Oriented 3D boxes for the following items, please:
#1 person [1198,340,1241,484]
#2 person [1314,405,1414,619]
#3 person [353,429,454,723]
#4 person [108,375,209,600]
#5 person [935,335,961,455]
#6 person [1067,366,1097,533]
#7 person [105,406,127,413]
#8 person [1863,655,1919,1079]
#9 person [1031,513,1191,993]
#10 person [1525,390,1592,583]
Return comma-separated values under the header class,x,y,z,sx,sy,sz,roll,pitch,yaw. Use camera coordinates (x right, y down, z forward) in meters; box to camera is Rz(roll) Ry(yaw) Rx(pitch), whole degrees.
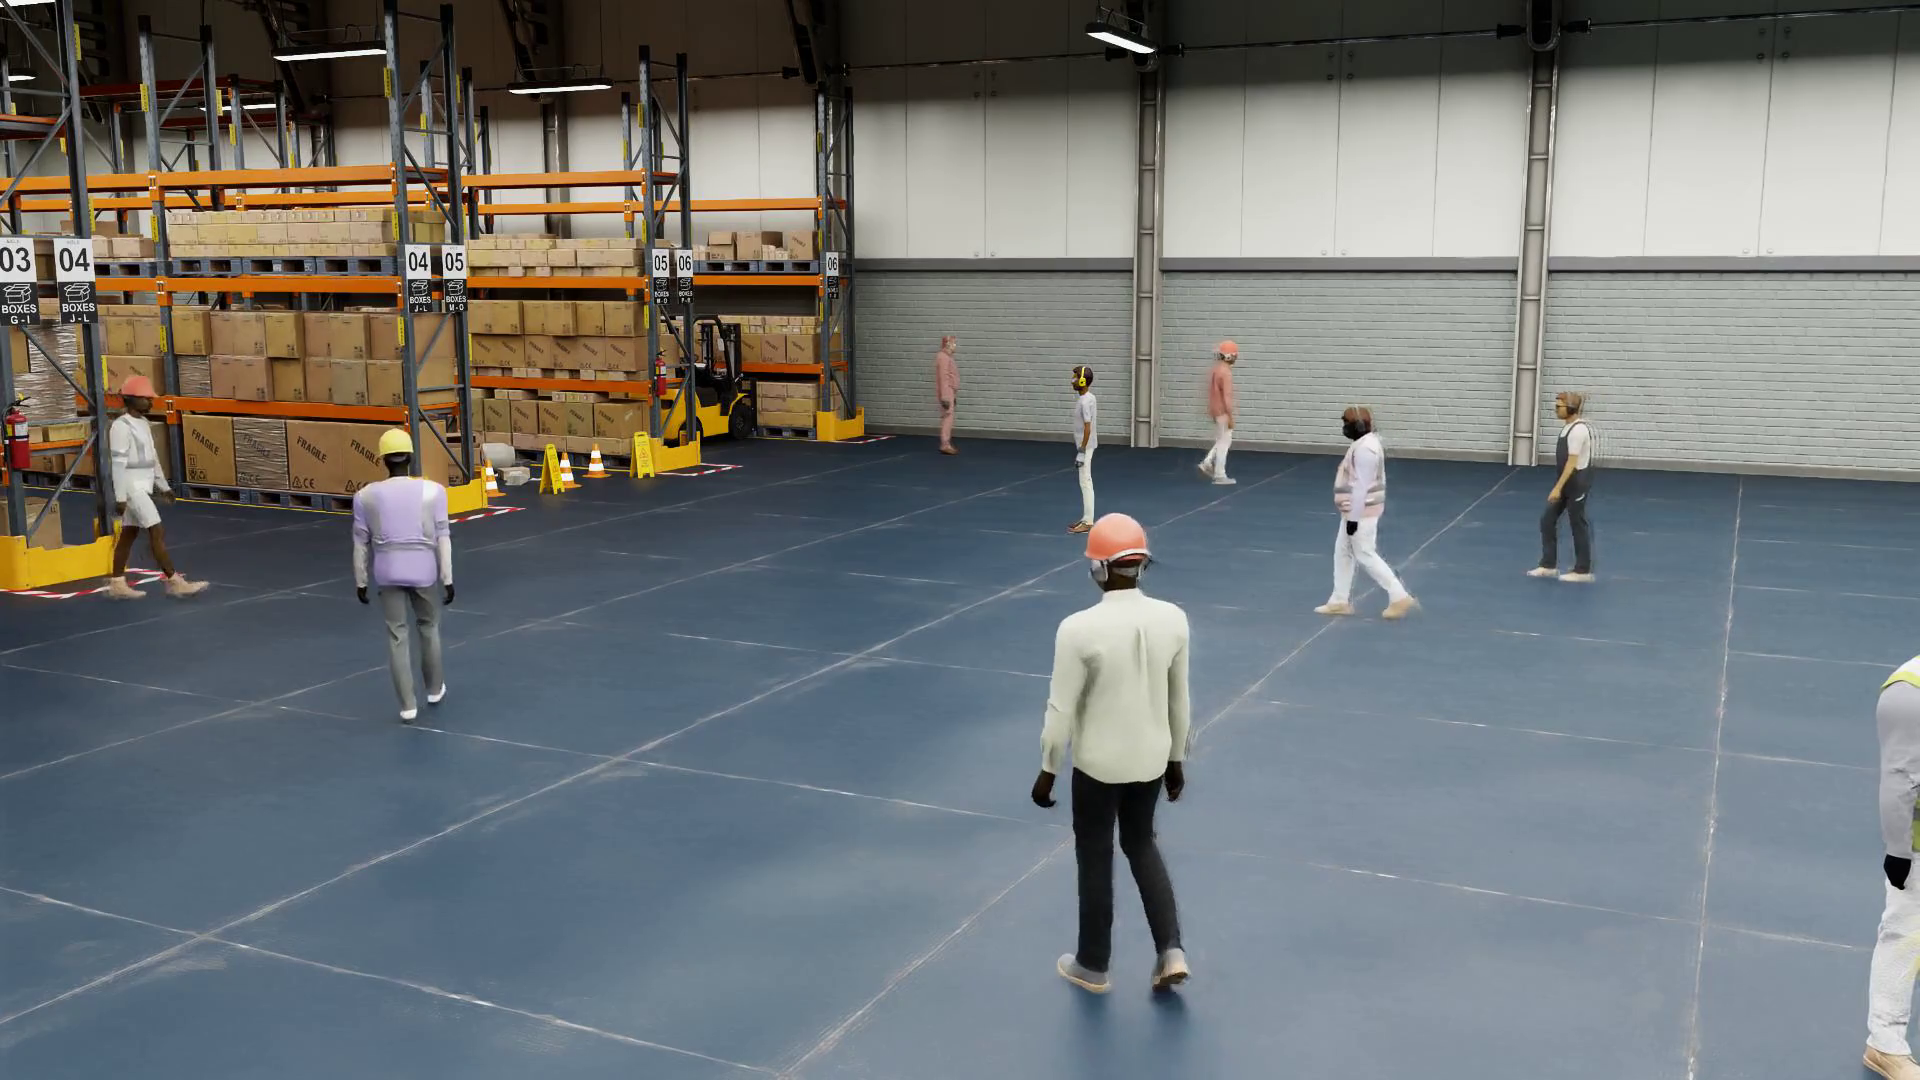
class,x,y,z,sx,sy,sz,roll,pitch,yaw
person,3.602,-1.741,22.775,0.463,1.974,0.643,-1,9,-8
person,3.455,-0.227,14.035,0.818,1.816,0.640,2,10,13
person,-3.670,0.215,10.995,0.615,1.901,0.760,-3,10,-15
person,-7.181,-0.455,14.806,0.974,1.998,0.607,-2,9,-13
person,-0.191,-2.325,26.581,0.405,1.909,0.655,0,9,2
person,1.370,-1.010,18.622,0.328,1.873,0.521,1,9,8
person,-12.499,-2.023,24.632,0.360,1.936,0.552,5,10,28
person,3.575,1.070,5.993,0.628,1.836,0.429,-3,10,-19
person,0.632,0.880,6.690,0.648,1.988,0.496,-5,11,-29
person,5.640,-0.489,15.612,0.718,1.817,0.502,0,9,2
